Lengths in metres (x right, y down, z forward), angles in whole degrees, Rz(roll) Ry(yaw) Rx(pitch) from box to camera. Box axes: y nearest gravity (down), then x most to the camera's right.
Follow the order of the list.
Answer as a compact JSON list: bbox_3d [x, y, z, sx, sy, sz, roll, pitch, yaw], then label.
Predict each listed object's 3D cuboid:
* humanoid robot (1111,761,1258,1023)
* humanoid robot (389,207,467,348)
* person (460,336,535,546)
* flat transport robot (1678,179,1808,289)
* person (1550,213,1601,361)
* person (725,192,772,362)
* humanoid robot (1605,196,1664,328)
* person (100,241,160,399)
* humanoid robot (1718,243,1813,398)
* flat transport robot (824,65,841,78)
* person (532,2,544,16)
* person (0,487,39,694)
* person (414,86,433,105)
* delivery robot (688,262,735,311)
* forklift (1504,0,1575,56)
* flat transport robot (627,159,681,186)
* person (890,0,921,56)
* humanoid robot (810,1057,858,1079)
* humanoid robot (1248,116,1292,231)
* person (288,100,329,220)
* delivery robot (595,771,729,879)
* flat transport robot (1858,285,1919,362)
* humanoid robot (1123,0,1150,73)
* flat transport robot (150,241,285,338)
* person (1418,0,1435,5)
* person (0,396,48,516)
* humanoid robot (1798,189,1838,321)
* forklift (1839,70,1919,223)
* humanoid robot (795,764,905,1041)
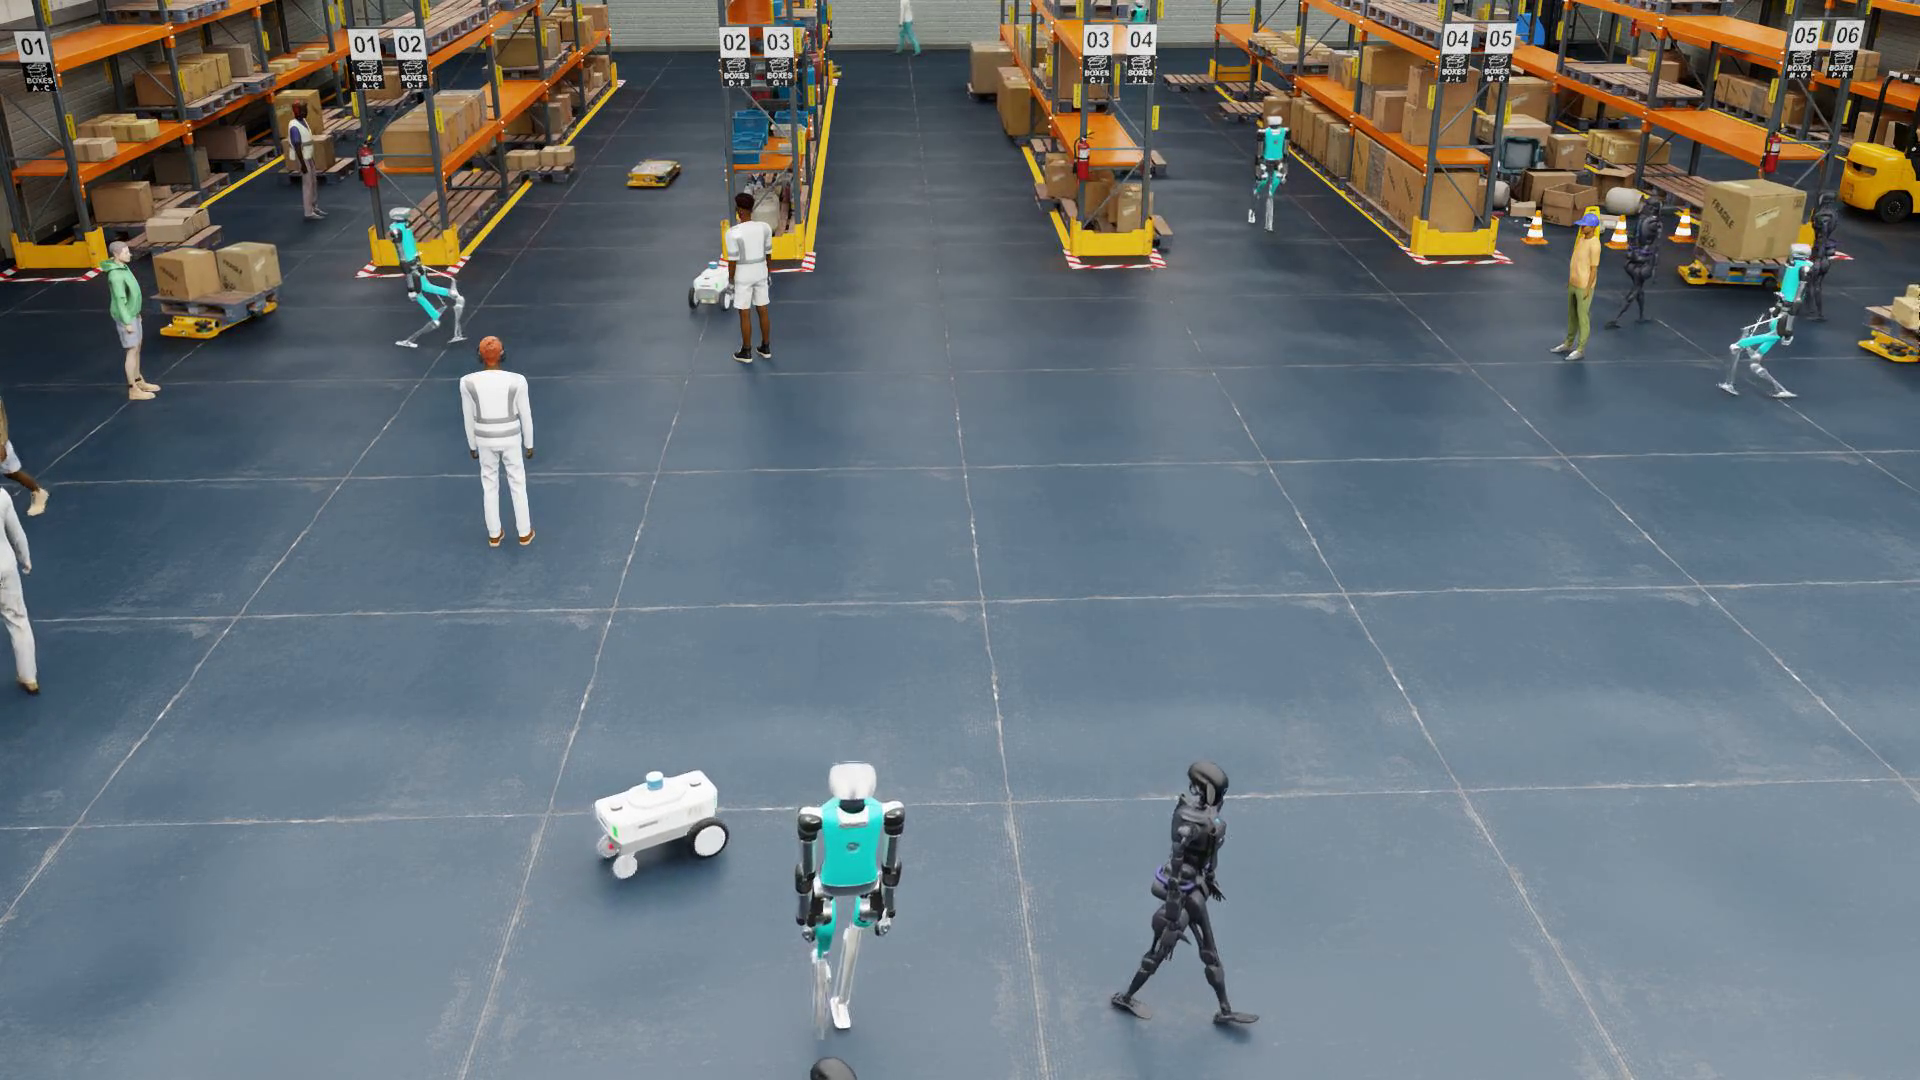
[{"bbox_3d":[1.196,1.848,8.642,0.778,1.618,0.606,13,27,27],"label":"humanoid robot"},{"bbox_3d":[-6.195,-3.031,19.524,1.032,1.748,0.541,-1,24,-3],"label":"humanoid robot"},{"bbox_3d":[-3.976,-0.842,14.396,0.565,1.879,0.351,-4,24,-9],"label":"person"},{"bbox_3d":[10.589,-3.617,22.601,1.431,0.231,0.659,4,24,9],"label":"flat transport robot"},{"bbox_3d":[7.185,-2.945,19.308,0.354,1.718,0.439,-4,24,-9],"label":"person"},{"bbox_3d":[-2.433,-3.034,19.206,0.605,1.966,0.368,-18,30,-35],"label":"person"},{"bbox_3d":[8.388,-3.428,20.501,0.768,1.629,0.612,-5,25,-12],"label":"humanoid robot"},{"bbox_3d":[-9.013,-2.386,18.037,0.317,1.736,0.478,-6,25,-13],"label":"person"},{"bbox_3d":[8.636,-2.329,17.962,1.028,1.774,0.538,3,24,7],"label":"humanoid robot"},{"bbox_3d":[-3.531,-11.078,39.364,1.431,0.231,0.659,-1,24,-3],"label":"flat transport robot"},{"bbox_3d":[-10.420,-12.641,40.916,0.376,1.864,0.517,-17,29,-33],"label":"person"},{"bbox_3d":[-7.090,0.190,12.075,0.623,1.866,0.859,-21,32,-39],"label":"person"},{"bbox_3d":[-10.909,-9.380,33.813,0.532,1.671,0.644,0,24,-1],"label":"person"},{"bbox_3d":[-3.187,-3.293,21.506,0.521,0.583,0.755,5,25,12],"label":"delivery robot"},{"bbox_3d":[14.700,-13.805,42.301,1.873,2.768,1.129,-1,24,-2],"label":"forklift"},{"bbox_3d":[-5.274,-6.315,28.663,0.659,0.231,1.431,1,24,1],"label":"flat transport robot"},{"bbox_3d":[-1.403,-13.204,42.352,0.889,1.714,0.546,2,24,4],"label":"person"},{"bbox_3d":[-0.508,2.727,6.616,0.457,1.637,0.617,16,28,31],"label":"humanoid robot"},{"bbox_3d":[4.632,-5.590,25.268,0.559,1.799,0.931,-3,24,-8],"label":"humanoid robot"},{"bbox_3d":[-10.161,-5.886,25.780,0.409,1.830,0.575,-3,24,-7],"label":"person"},{"bbox_3d":[-1.848,1.716,10.285,0.812,0.611,0.499,-14,28,-29],"label":"delivery robot"},{"bbox_3d":[11.492,-2.317,19.678,1.431,0.231,0.659,-4,24,-9],"label":"flat transport robot"},{"bbox_3d":[4.045,-11.796,39.253,0.537,1.848,0.766,-16,29,-32],"label":"humanoid robot"},{"bbox_3d":[-9.262,-2.819,20.806,0.659,0.231,1.431,6,25,12],"label":"flat transport robot"},{"bbox_3d":[11.733,-13.062,41.941,0.378,1.797,0.607,-14,28,-28],"label":"person"},{"bbox_3d":[-8.595,-0.909,14.729,0.519,1.719,0.895,3,24,6],"label":"person"},{"bbox_3d":[10.751,-3.544,20.711,0.428,1.646,0.603,9,26,19],"label":"humanoid robot"},{"bbox_3d":[15.132,-6.143,25.915,2.313,2.155,1.214,-1,24,-2],"label":"forklift"},{"bbox_3d":[-0.598,1.831,8.583,0.558,1.794,0.800,-5,24,-10],"label":"humanoid robot"}]
